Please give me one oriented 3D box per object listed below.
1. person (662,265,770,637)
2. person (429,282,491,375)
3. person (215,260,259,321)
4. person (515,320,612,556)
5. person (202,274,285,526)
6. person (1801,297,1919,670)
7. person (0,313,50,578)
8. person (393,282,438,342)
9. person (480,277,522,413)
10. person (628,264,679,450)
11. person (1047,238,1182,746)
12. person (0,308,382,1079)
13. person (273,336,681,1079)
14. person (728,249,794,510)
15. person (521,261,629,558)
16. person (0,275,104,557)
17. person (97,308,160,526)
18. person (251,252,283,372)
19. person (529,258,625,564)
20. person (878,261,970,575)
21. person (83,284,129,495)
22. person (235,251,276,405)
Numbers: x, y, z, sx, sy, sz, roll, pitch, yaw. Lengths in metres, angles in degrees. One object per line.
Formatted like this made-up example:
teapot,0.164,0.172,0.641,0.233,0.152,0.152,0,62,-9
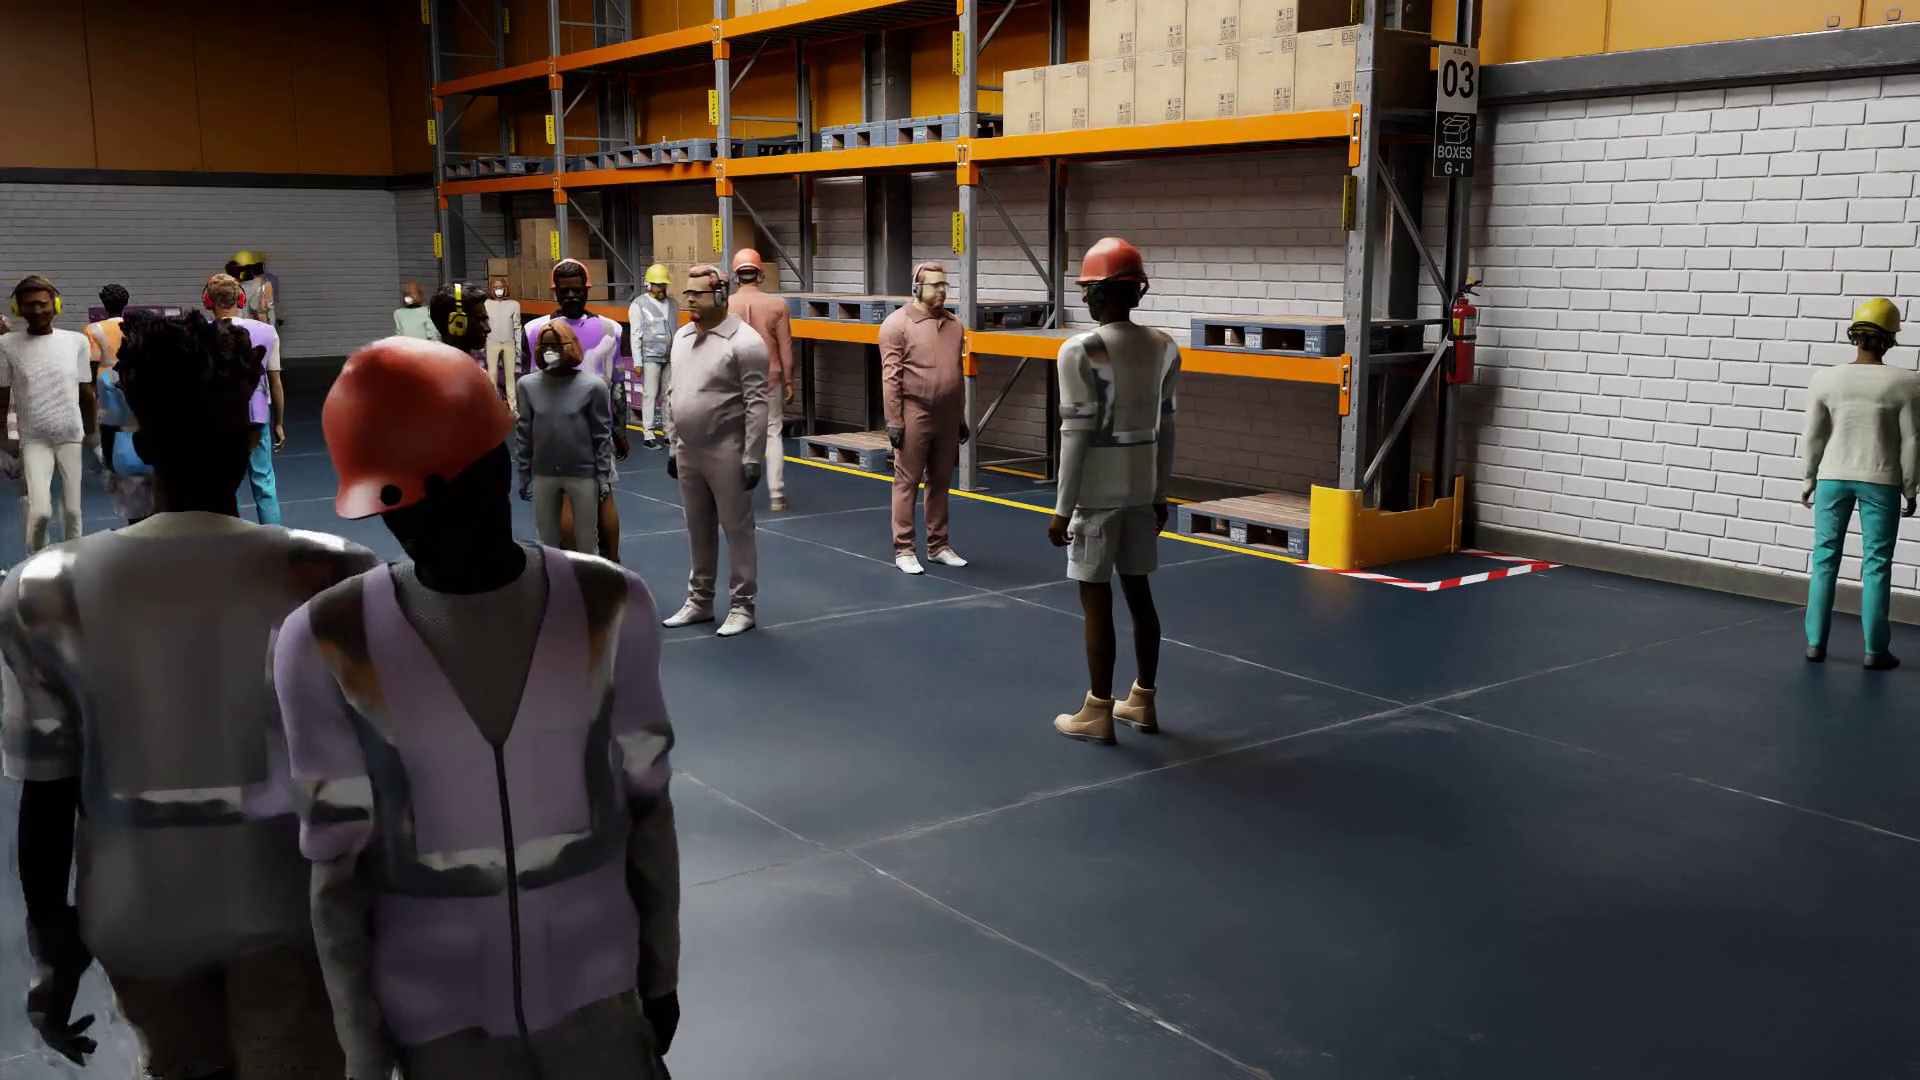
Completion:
person,-1.289,-0.457,8.624,0.639,1.911,0.402,7,13,36
person,-2.057,-0.124,6.881,0.513,1.866,0.331,8,13,39
person,-8.909,-2.528,20.522,0.529,1.822,0.973,-3,11,-19
person,-2.047,-0.318,8.611,0.501,1.632,0.280,1,10,5
person,-4.370,-0.676,10.043,0.564,1.839,0.390,-7,12,-33
person,4.303,-0.267,7.954,0.525,1.769,0.327,9,14,42
person,-5.821,-0.582,10.128,0.538,1.609,0.712,-1,10,-3
person,-5.982,-2.050,18.406,0.511,1.605,0.781,1,10,6
person,-5.409,-2.279,19.602,0.505,1.631,0.275,-5,11,-25
person,-2.973,-1.800,16.397,0.404,1.821,0.589,9,13,40
person,0.603,-0.193,6.763,0.616,2.041,0.379,-8,13,-37
person,-1.191,0.596,2.683,0.612,1.932,0.967,-2,10,-9
person,-0.690,0.642,2.477,0.552,1.901,0.501,-4,11,-23
person,-1.578,-1.203,12.605,0.632,1.978,0.435,0,10,-2
person,-2.212,-0.634,9.583,0.597,1.918,0.379,-4,11,-20
person,-5.008,-0.527,9.202,0.510,1.851,0.379,-9,13,-40
person,-4.332,-0.408,8.966,0.507,1.681,0.541,10,14,43
person,-10.850,-3.491,25.690,0.613,1.886,0.929,5,11,26
person,-2.211,-0.648,9.614,0.550,1.933,0.374,-6,12,-29
person,-0.189,-0.754,10.282,0.641,1.912,0.410,-9,14,-41
person,-6.777,-1.216,13.461,0.540,1.695,0.318,-9,14,-42
person,-8.845,-2.631,20.744,0.593,1.924,0.380,0,10,-1
